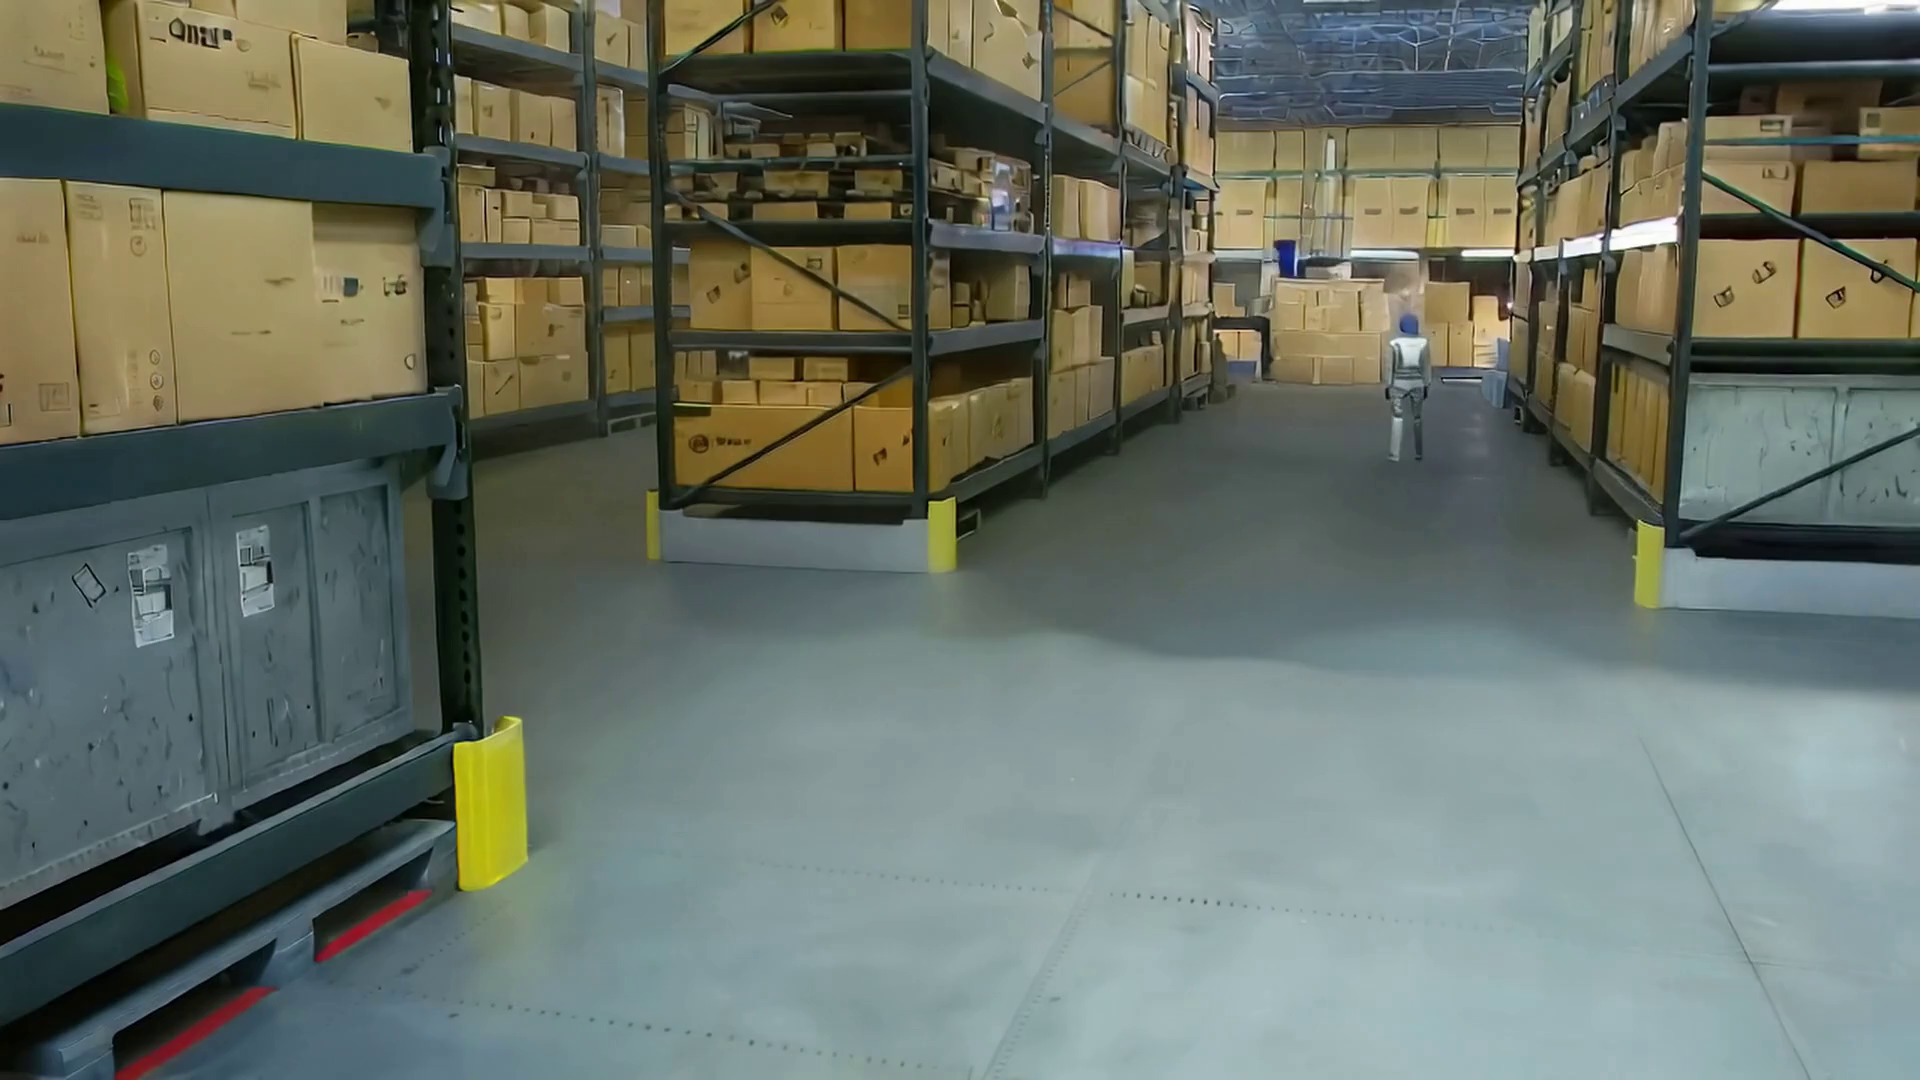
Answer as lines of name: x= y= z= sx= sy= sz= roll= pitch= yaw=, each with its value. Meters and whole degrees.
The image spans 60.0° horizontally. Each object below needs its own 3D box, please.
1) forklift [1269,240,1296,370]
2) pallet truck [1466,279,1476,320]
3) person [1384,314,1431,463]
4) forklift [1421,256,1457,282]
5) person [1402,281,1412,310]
forklift: x=6.983 y=-5.037 z=35.774 sx=1.873 sy=2.768 sz=1.129 roll=2 pitch=9 yaw=15
pallet truck: x=18.896 y=-8.459 z=60.307 sx=1.885 sy=1.965 sz=0.823 roll=5 pitch=10 yaw=31
person: x=4.917 y=-1.660 z=18.286 sx=0.512 sy=1.630 sz=0.317 roll=0 pitch=9 yaw=-3
forklift: x=12.457 y=-6.235 z=43.383 sx=1.129 sy=2.768 sz=1.873 roll=2 pitch=9 yaw=15
person: x=15.036 y=-7.749 z=55.984 sx=0.360 sy=1.938 sz=0.635 roll=0 pitch=9 yaw=2
